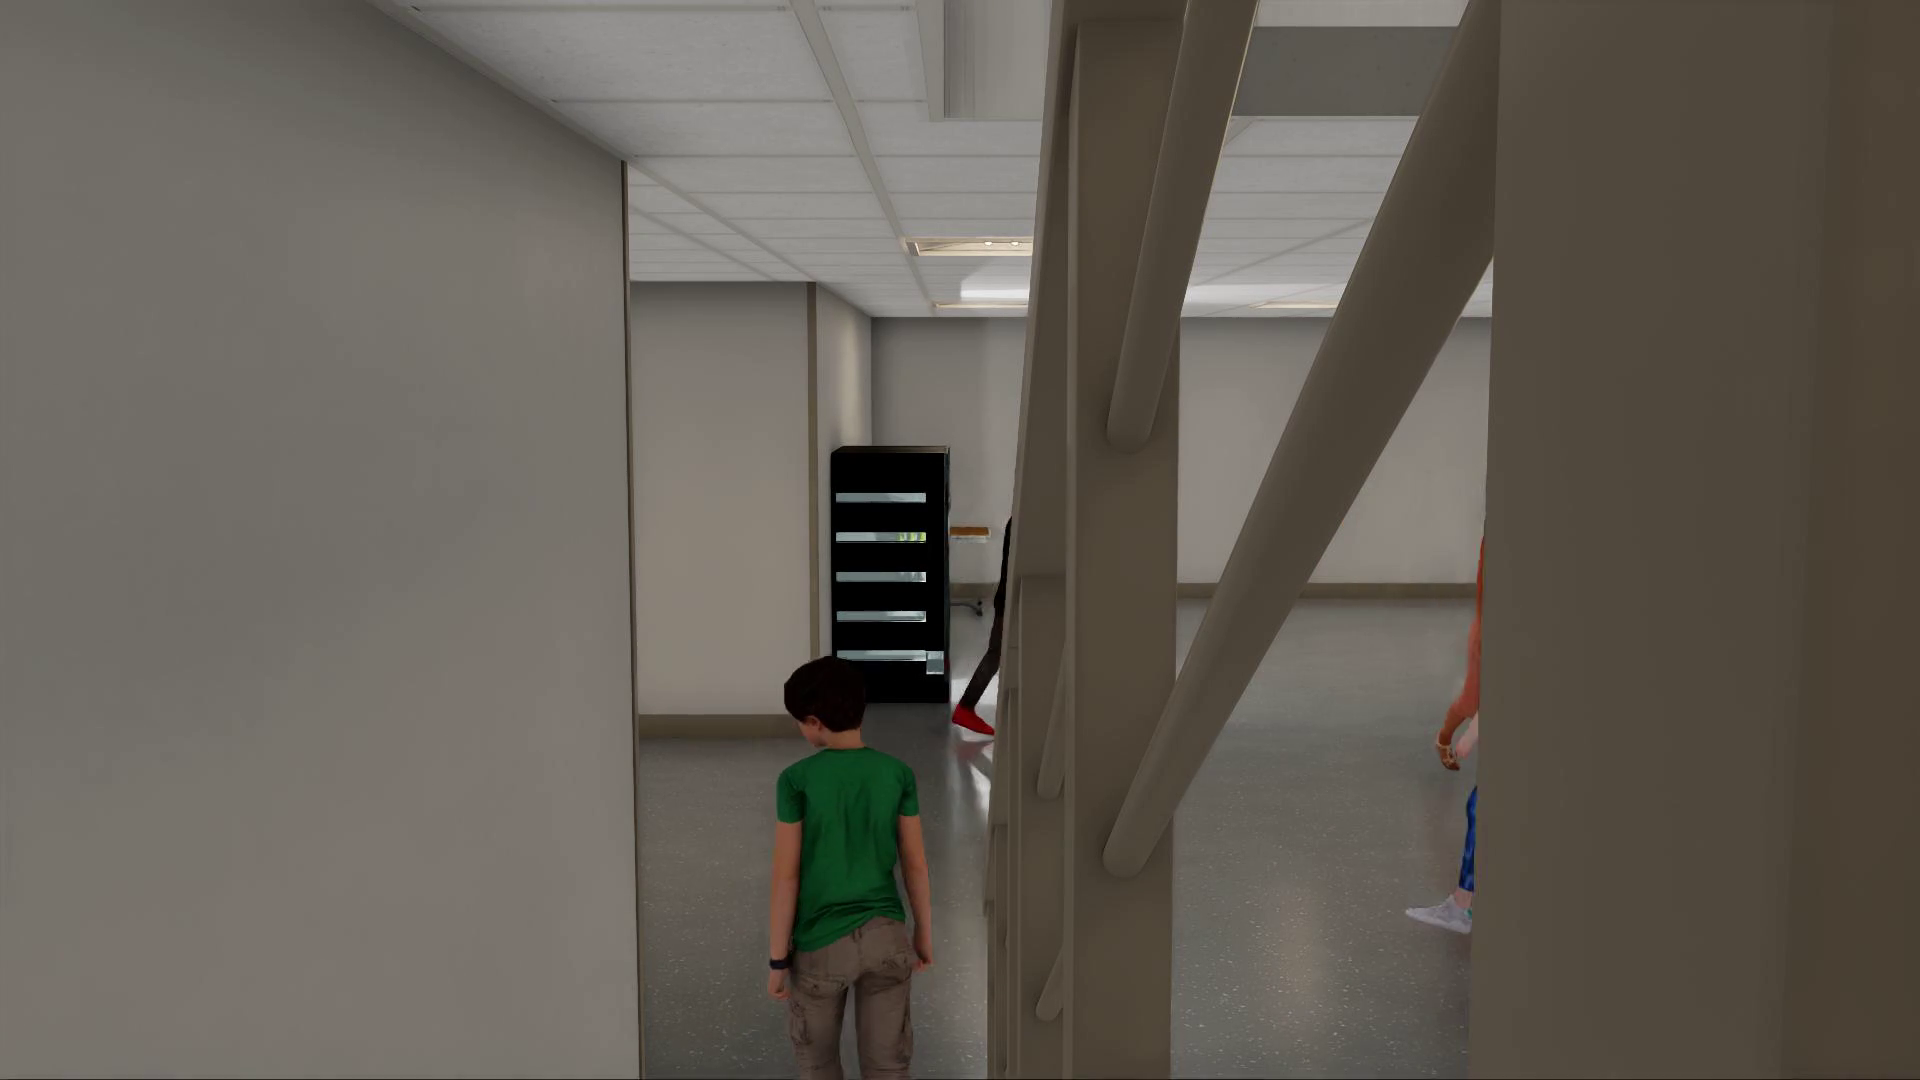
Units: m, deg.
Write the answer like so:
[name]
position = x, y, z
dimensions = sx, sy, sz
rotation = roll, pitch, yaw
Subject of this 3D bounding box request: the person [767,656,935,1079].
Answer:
[person]
position = -0.282, 1.146, 4.488
dimensions = 0.768, 1.627, 0.883
rotation = -1, 6, -12
